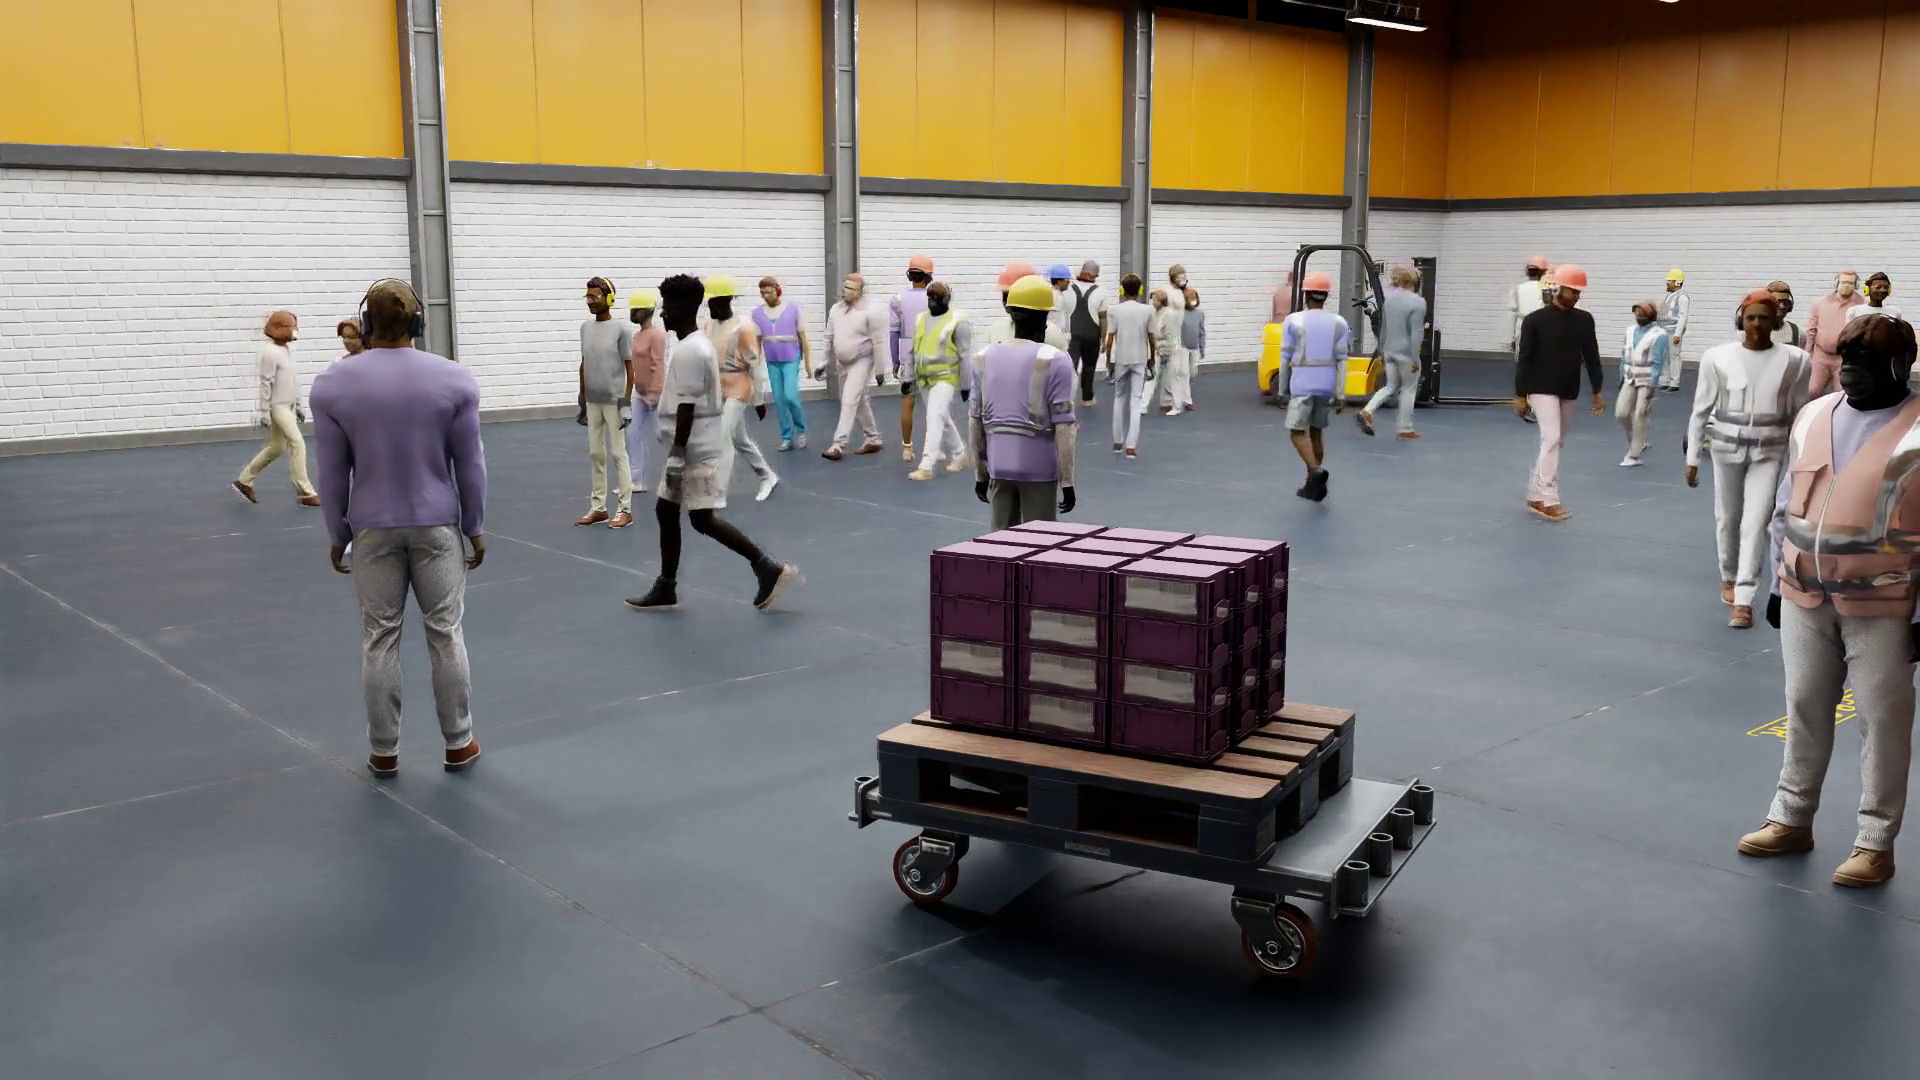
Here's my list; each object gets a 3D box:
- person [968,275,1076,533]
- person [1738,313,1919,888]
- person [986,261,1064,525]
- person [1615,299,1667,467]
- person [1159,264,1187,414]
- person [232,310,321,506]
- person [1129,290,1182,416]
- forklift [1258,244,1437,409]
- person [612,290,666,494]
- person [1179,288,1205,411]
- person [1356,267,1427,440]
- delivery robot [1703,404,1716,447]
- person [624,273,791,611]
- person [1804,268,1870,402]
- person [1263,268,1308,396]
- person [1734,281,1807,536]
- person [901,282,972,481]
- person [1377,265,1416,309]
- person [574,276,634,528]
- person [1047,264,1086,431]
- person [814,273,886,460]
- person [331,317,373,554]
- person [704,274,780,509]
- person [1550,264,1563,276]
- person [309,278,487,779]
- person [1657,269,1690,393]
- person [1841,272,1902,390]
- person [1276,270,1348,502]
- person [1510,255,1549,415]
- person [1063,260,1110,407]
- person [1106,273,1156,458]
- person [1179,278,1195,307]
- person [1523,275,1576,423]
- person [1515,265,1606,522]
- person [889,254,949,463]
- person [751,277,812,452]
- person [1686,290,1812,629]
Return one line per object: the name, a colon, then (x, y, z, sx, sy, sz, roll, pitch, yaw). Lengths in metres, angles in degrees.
person: (0.331, -0.357, 8.357, 0.595, 1.925, 0.374, 7, 12, 34)
person: (2.901, 0.191, 5.407, 0.429, 1.844, 0.624, -6, 11, -30)
person: (0.361, -0.711, 10.242, 0.402, 1.990, 0.622, -10, 14, -44)
person: (6.522, -1.492, 15.924, 0.389, 1.618, 0.541, -5, 11, -25)
person: (2.722, -2.586, 21.425, 0.407, 1.924, 0.671, 3, 10, 19)
person: (-5.546, -1.059, 13.455, 0.813, 1.599, 0.505, 0, 10, -1)
person: (2.507, -2.342, 20.929, 0.800, 1.587, 0.511, -7, 12, -34)
forklift: (5.256, -2.933, 22.661, 2.313, 2.155, 1.214, 3, 10, 16)
person: (-2.588, -1.267, 14.221, 0.762, 1.742, 0.522, -8, 12, -38)
person: (2.976, -2.515, 21.922, 0.514, 1.612, 0.709, -5, 11, -26)
person: (4.749, -2.031, 18.233, 0.712, 1.914, 0.642, -4, 11, -25)
delivery robot: (7.723, -1.194, 16.998, 0.477, 0.478, 0.707, 6, 11, 31)
person: (-1.440, -0.532, 9.380, 0.892, 1.935, 0.609, -2, 10, -9)
person: (9.354, -1.942, 17.737, 0.691, 1.894, 0.539, 7, 12, 37)
person: (4.847, -3.018, 24.186, 1.051, 1.838, 0.651, -4, 10, -20)
person: (5.819, -0.938, 12.002, 0.505, 1.845, 0.345, 0, 10, 1)
person: (-0.180, -1.471, 15.284, 0.624, 1.801, 0.958, 9, 13, 43)
person: (6.909, -3.403, 26.320, 0.804, 1.885, 0.647, -8, 12, -39)
person: (-2.661, -1.022, 12.421, 0.513, 1.872, 0.328, 5, 11, 27)
person: (1.203, -2.213, 19.215, 0.699, 1.924, 0.646, -1, 10, -6)
person: (-1.076, -1.735, 16.662, 0.657, 1.849, 0.968, 9, 13, 42)
person: (-4.049, -0.730, 11.475, 0.521, 1.617, 0.690, 4, 10, 22)
person: (-1.791, -1.206, 13.478, 0.913, 1.892, 0.601, -9, 13, -41)
person: (8.805, -3.139, 24.718, 0.544, 1.911, 0.806, -1, 10, -6)
person: (-2.155, -0.038, 6.460, 0.631, 1.940, 0.372, -3, 10, -16)
person: (10.547, -3.092, 24.649, 0.404, 1.833, 0.590, 0, 10, 1)
person: (8.637, -1.598, 15.784, 0.514, 1.876, 0.328, 1, 10, 6)
person: (2.908, -1.242, 13.599, 0.548, 1.916, 0.733, -2, 10, -9)
person: (7.294, -2.600, 21.177, 0.494, 2.033, 0.666, -8, 13, -40)
person: (1.596, -2.744, 22.006, 0.785, 2.000, 1.044, 3, 10, 17)
person: (1.738, -1.773, 16.882, 0.499, 1.840, 0.881, 2, 10, 9)
person: (3.562, -3.418, 26.976, 0.532, 1.691, 0.318, 4, 11, 23)
person: (7.146, -2.300, 20.119, 0.838, 1.782, 0.718, -8, 12, -39)
person: (4.642, -1.118, 12.750, 0.610, 1.952, 0.861, -3, 10, -17)
person: (-0.386, -1.770, 16.294, 0.607, 2.044, 0.378, 2, 10, 12)
person: (-1.850, -1.810, 17.204, 0.617, 1.811, 0.478, 3, 10, 19)
person: (4.419, -0.480, 9.354, 0.592, 1.842, 0.971, 5, 11, 27)
